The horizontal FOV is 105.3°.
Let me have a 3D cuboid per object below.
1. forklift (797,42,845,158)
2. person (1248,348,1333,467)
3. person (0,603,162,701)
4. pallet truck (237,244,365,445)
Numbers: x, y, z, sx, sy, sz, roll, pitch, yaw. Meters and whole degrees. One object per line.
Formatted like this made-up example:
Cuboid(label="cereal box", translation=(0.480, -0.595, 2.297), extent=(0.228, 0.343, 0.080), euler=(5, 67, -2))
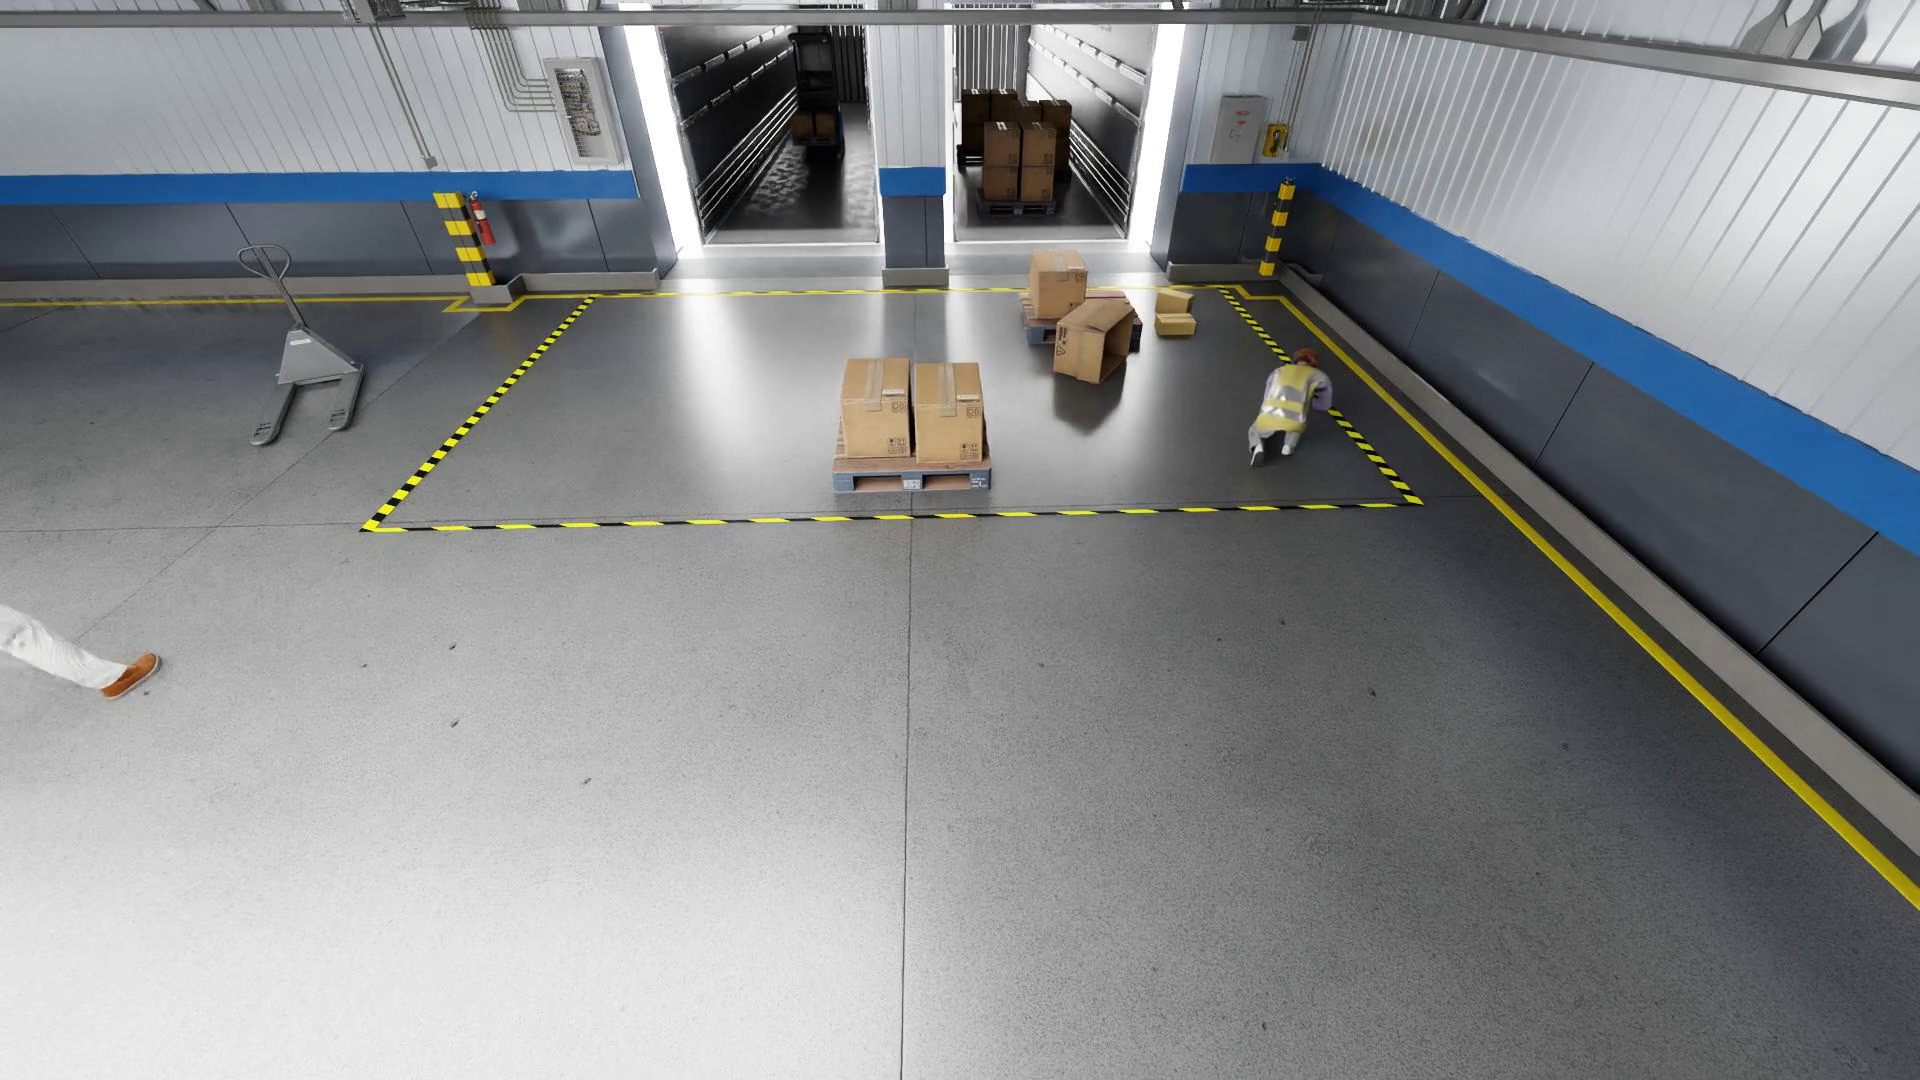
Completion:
Cuboid(label="forklift", translation=(-2.835, -9.050, 14.943), extent=(0.716, 2.013, 0.776), euler=(-1, 38, -2))
Cuboid(label="person", translation=(2.654, -1.033, 5.897), extent=(0.521, 0.791, 0.902), euler=(22, 43, 25))
Cuboid(label="person", translation=(-4.832, 0.266, 3.329), extent=(0.653, 1.891, 1.004), euler=(12, 40, 15))
Cuboid(label="pallet truck", translation=(-5.915, -1.733, 6.366), extent=(0.680, 1.201, 1.601), euler=(-18, 42, -21))
